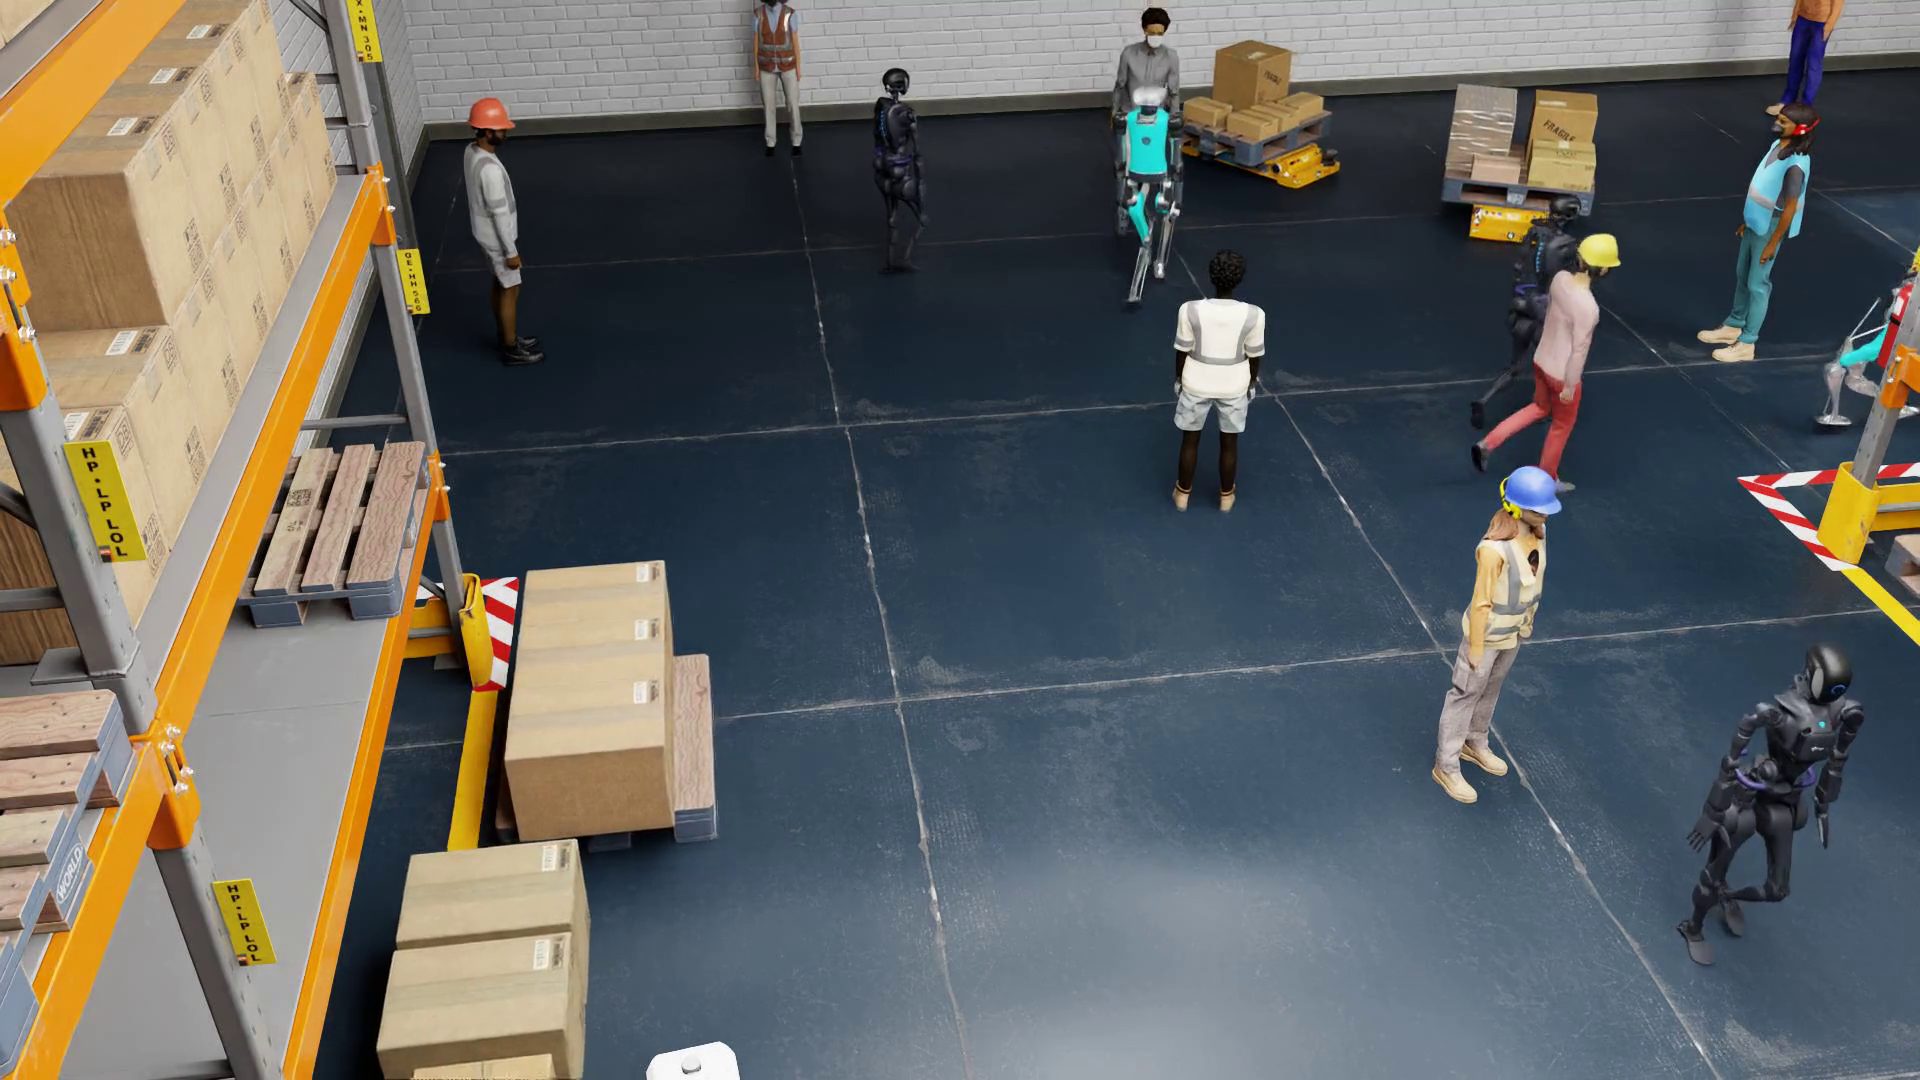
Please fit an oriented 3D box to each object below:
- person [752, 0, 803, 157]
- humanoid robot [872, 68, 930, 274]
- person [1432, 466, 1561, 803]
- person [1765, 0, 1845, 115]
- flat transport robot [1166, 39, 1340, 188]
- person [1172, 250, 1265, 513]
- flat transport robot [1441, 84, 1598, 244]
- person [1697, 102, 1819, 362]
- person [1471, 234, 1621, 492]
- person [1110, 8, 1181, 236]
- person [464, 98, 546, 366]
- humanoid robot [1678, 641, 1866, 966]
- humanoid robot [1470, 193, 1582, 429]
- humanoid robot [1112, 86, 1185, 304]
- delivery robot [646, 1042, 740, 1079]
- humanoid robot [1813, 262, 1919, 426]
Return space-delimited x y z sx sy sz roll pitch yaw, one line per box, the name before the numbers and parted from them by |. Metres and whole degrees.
person | -1.670 -4.330 15.195 0.426 1.681 0.311 0 33 0
humanoid robot | -0.485 -2.872 12.966 0.357 1.653 0.600 -25 41 -33
person | 2.531 0.428 7.813 0.461 1.780 0.306 -27 42 -35
person | 8.226 -5.034 16.014 0.405 1.972 0.521 -11 35 -16
flat transport robot | 2.729 -3.587 15.349 0.659 0.231 1.431 -28 42 -36
person | 1.533 -0.926 9.971 0.533 1.691 0.319 4 33 5
flat transport robot | 4.757 -2.914 14.317 0.659 0.231 1.431 9 34 14
person | 5.659 -2.163 11.707 0.387 1.865 0.534 2 33 3
person | 3.584 -1.051 10.112 0.585 1.749 0.529 -5 33 -8
person | 1.520 -3.427 13.643 0.568 1.860 0.787 1 33 2
person | -3.193 -2.133 11.612 0.387 1.924 0.547 -16 36 -23
humanoid robot | 3.327 1.077 6.912 0.586 1.647 0.385 -4 33 -7
humanoid robot | 3.724 -1.444 10.784 0.587 1.633 0.608 -19 38 -26
humanoid robot | 1.448 -2.650 12.597 0.557 1.728 1.082 9 34 13
delivery robot | -0.938 2.258 6.128 0.499 0.592 0.774 -9 34 -13
humanoid robot | 5.955 -1.418 10.655 0.968 1.718 0.542 2 33 4
